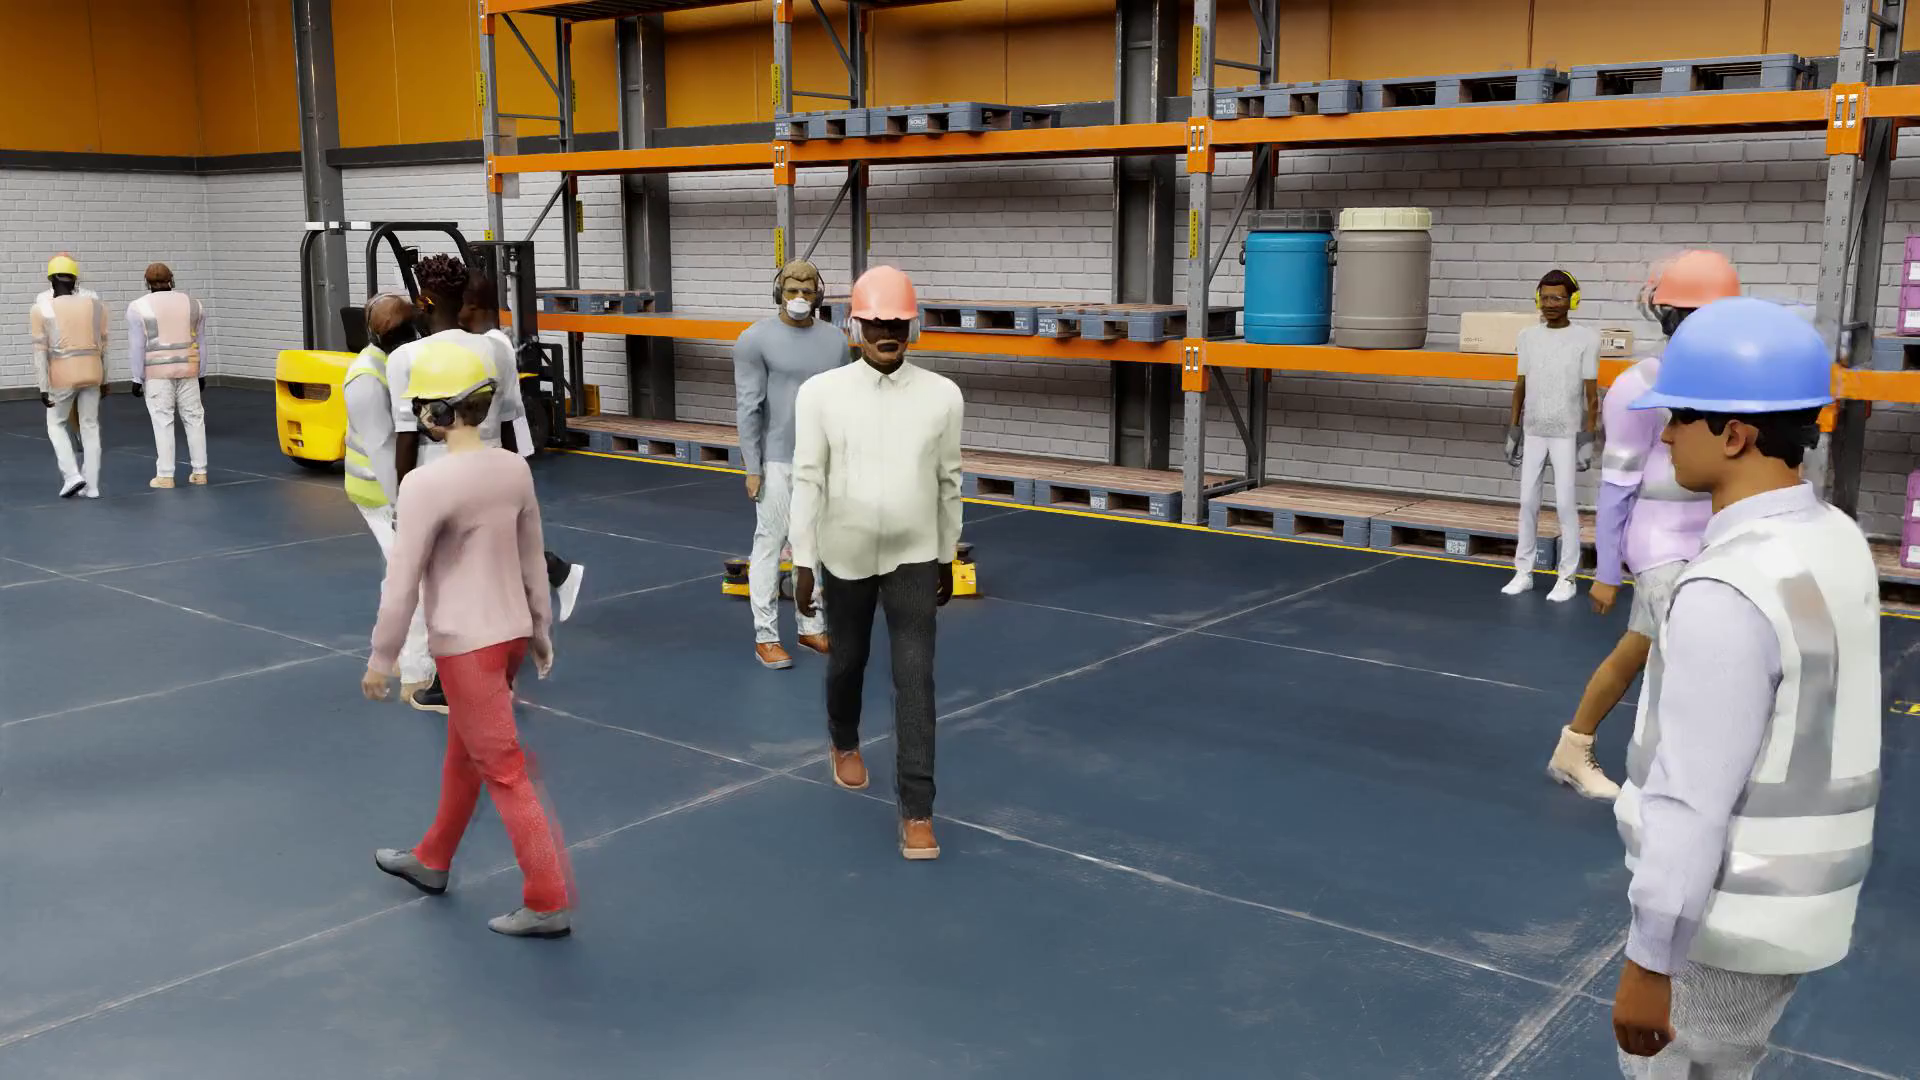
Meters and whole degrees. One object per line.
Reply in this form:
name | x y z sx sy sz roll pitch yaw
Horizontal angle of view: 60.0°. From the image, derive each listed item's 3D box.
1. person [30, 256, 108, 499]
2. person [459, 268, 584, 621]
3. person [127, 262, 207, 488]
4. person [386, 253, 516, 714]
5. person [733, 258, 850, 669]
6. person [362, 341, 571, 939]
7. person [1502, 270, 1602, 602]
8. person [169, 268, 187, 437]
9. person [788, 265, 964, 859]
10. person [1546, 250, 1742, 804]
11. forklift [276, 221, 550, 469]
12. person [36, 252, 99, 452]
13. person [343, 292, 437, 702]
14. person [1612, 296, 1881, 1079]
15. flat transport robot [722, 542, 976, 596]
person | -6.939 -1.257 13.004 0.423 1.896 0.586 9 14 42
person | -2.295 -0.414 8.367 0.737 1.895 0.610 -6 12 -29
person | -6.492 -1.344 13.644 0.430 1.840 0.623 9 14 42
person | -2.174 -0.237 7.151 0.367 1.966 0.603 8 13 38
person | -0.778 -0.368 7.960 0.629 1.937 0.379 -8 13 -37
person | -1.498 0.298 4.849 0.857 1.729 0.536 3 11 17
person | 3.335 -0.585 9.383 0.515 1.861 0.321 10 14 44
person | -8.134 -1.929 17.084 0.526 1.768 0.314 -4 11 -21
person | -0.289 0.025 5.779 0.618 1.953 1.033 -2 10 -9
person | 2.441 0.022 5.662 0.610 1.993 1.053 -8 13 -36
forklift | -4.922 -1.741 14.854 1.214 2.155 2.313 8 13 38
person | -8.574 -1.819 16.065 0.553 1.915 0.746 -8 13 -37
person | -2.476 -0.195 7.400 0.462 1.805 0.657 -1 10 -5
person | 1.254 0.581 2.697 0.457 1.933 0.632 8 13 38
flat transport robot | -0.631 0.158 9.662 1.431 0.197 0.652 0 10 -1
